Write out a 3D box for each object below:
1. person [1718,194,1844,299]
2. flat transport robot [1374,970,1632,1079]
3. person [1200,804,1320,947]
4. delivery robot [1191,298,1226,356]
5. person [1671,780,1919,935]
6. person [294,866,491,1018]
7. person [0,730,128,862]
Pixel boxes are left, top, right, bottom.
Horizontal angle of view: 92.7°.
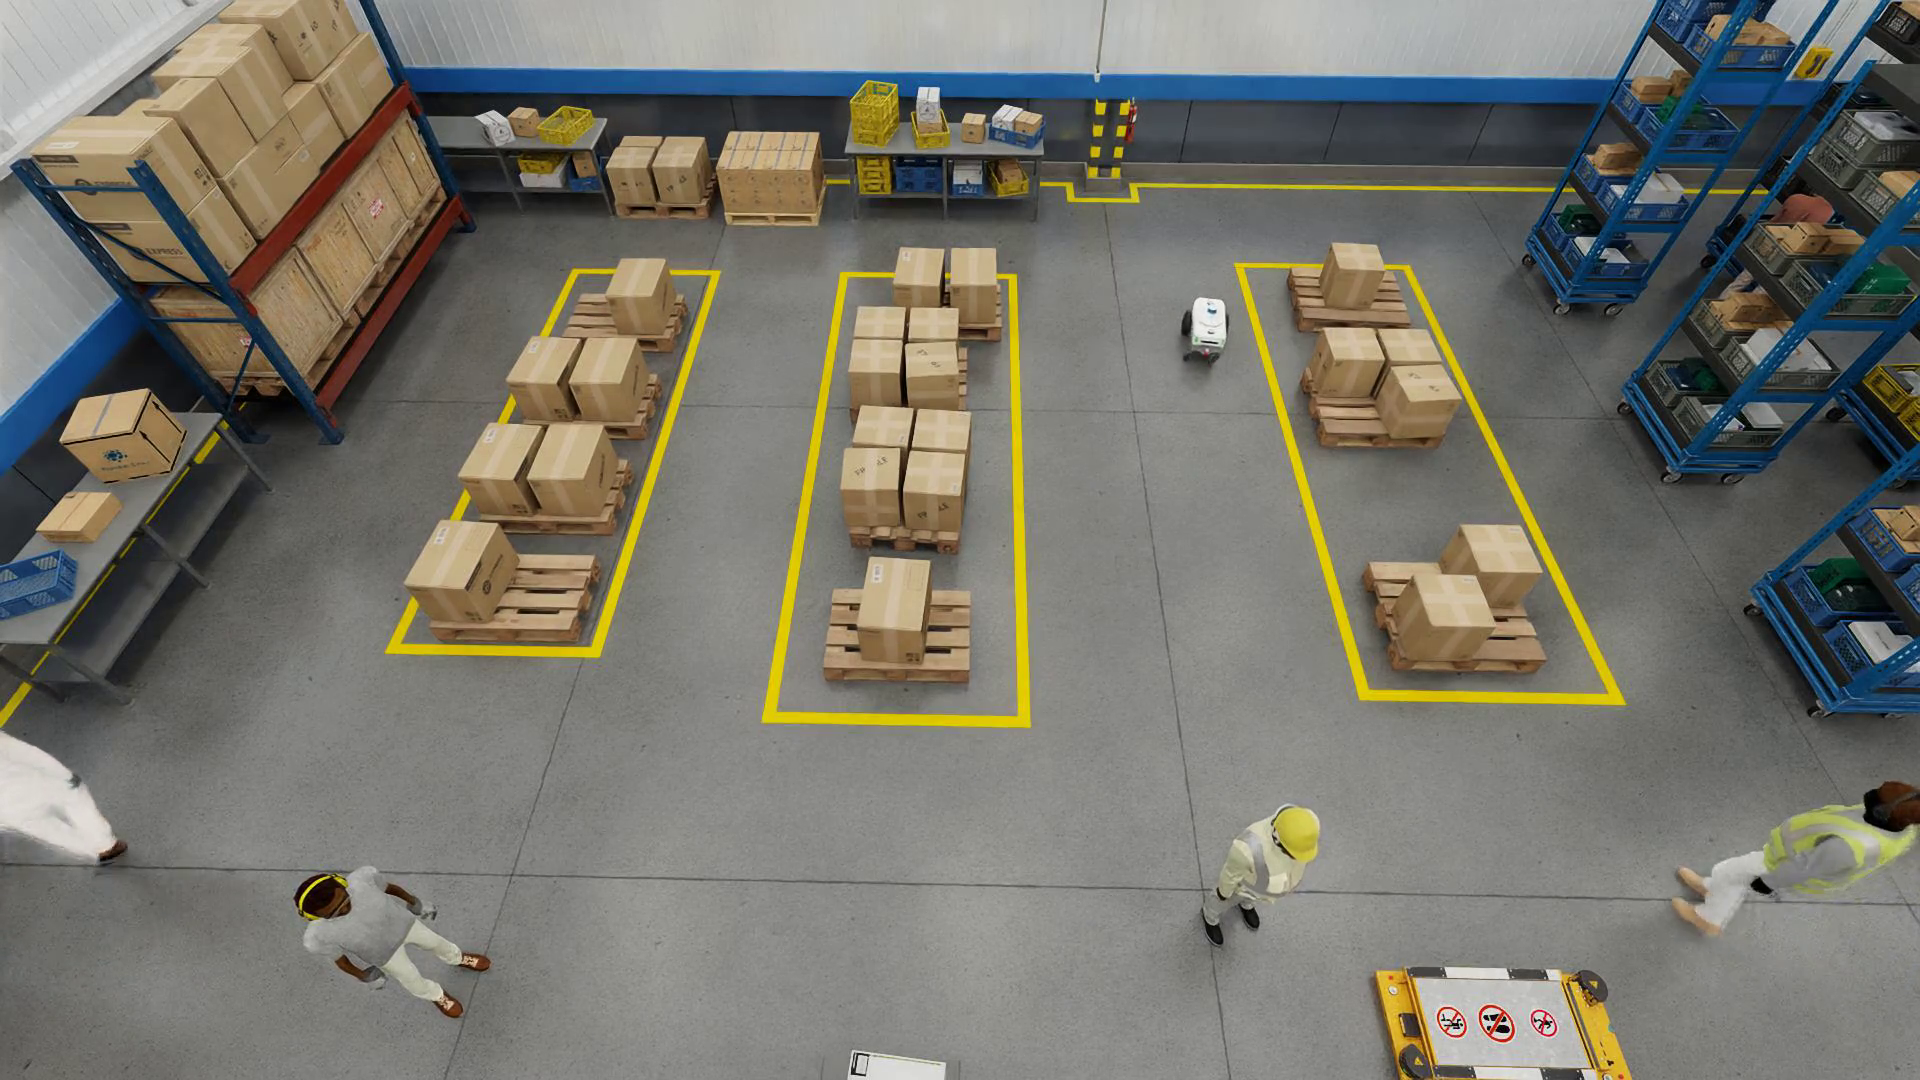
[{"bbox_3d":[8.815,-3.033,9.850,0.410,1.980,0.621,-20,54,-16],"label":"person"},{"bbox_3d":[3.501,3.133,5.914,1.431,0.197,0.652,1,51,1],"label":"flat transport robot"},{"bbox_3d":[1.889,2.100,5.763,0.594,1.824,0.403,-19,53,-15],"label":"person"},{"bbox_3d":[2.758,-2.387,10.174,0.477,0.478,0.707,7,51,5],"label":"delivery robot"},{"bbox_3d":[5.302,2.019,5.823,0.642,1.830,0.473,-17,53,-14],"label":"person"},{"bbox_3d":[-3.385,2.396,5.490,0.315,1.870,0.532,14,52,11],"label":"person"},{"bbox_3d":[-6.295,1.674,6.071,0.668,1.875,0.446,-30,57,-22],"label":"person"}]
